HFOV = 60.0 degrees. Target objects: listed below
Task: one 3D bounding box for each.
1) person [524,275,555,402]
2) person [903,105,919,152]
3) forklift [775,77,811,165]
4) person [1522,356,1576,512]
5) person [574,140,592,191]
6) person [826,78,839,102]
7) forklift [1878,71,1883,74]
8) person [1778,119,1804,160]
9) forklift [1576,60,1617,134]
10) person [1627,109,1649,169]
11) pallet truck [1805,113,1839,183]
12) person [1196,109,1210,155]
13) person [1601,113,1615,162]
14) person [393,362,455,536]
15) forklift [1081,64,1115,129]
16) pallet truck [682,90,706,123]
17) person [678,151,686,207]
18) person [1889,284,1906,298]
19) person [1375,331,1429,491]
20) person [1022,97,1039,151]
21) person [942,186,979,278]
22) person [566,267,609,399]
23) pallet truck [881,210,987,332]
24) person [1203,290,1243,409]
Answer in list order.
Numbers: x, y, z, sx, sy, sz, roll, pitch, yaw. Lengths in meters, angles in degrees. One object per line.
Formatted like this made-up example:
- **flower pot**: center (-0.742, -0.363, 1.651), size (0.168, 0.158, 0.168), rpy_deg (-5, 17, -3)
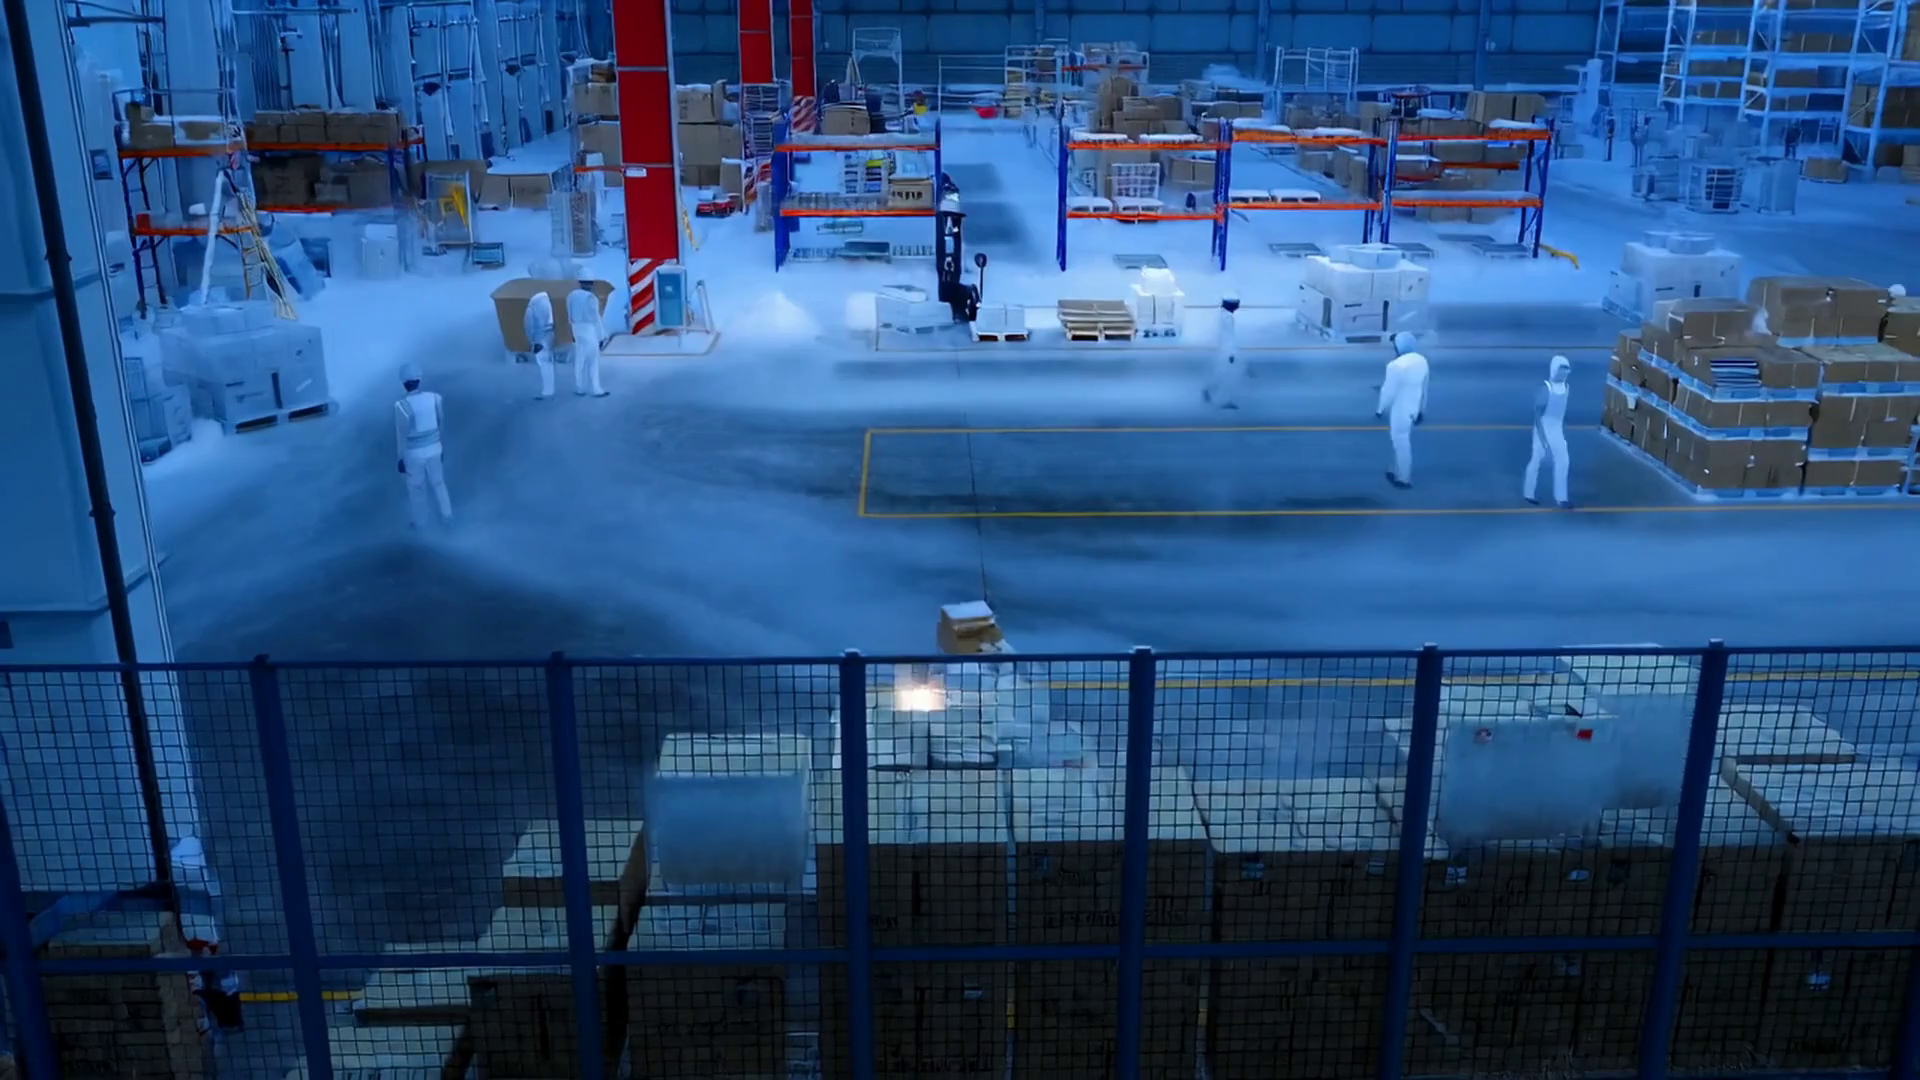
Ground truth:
- **person**: center (-6.103, -2.931, 24.168), size (0.430, 1.845, 0.622), rpy_deg (-1, 19, -4)
- **person**: center (-1.618, -13.539, 55.523), size (0.555, 1.919, 0.415), rpy_deg (8, 20, 23)
- **forklift**: center (-5.920, -13.893, 55.085), size (1.873, 2.768, 1.129), rpy_deg (-1, 19, -1)
- **person**: center (6.827, -1.197, 19.064), size (0.519, 1.816, 0.793), rpy_deg (-9, 21, -24)
- **person**: center (-10.429, -10.178, 45.905), size (0.526, 1.681, 0.641), rpy_deg (0, 19, 0)
- **person**: center (-5.304, -18.517, 70.281), size (0.661, 1.917, 0.701), rpy_deg (11, 22, 30)
- **forklift**: center (32.120, -15.168, 58.869), size (1.129, 2.768, 1.873), rpy_deg (-1, 19, -1)
- **person**: center (25.633, -12.075, 51.379), size (0.657, 1.790, 0.965), rpy_deg (10, 21, 27)
- **forklift**: center (25.104, -17.621, 66.146), size (1.873, 2.768, 1.129), rpy_deg (-1, 19, -2)
- **person**: center (22.081, -13.040, 54.059), size (0.386, 1.909, 0.589), rpy_deg (-10, 21, -27)
- **pallet truck**: center (26.403, -11.957, 50.702), size (0.823, 1.965, 1.885), rpy_deg (6, 19, 16)
- **person**: center (8.410, -14.112, 57.677), size (0.529, 1.619, 0.566), rpy_deg (8, 20, 22)
- **person**: center (21.838, -13.541, 55.971), size (0.315, 1.629, 0.509), rpy_deg (0, 19, -1)
- **person**: center (-5.920, -0.996, 18.278), size (0.404, 1.951, 0.616), rpy_deg (14, 23, 36)
- **forklift**: center (5.614, -16.638, 63.230), size (1.873, 2.768, 1.129), rpy_deg (-2, 19, -5)
- **pallet truck**: center (-9.671, -15.907, 62.421), size (0.823, 1.965, 1.885), rpy_deg (5, 19, 15)
- **person**: center (-7.615, -9.741, 44.296), size (0.585, 1.898, 0.857), rpy_deg (-7, 20, -20)
- **person**: center (12.829, -2.615, 23.144), size (0.629, 1.906, 0.385), rpy_deg (3, 19, 10)
- **person**: center (5.268, -1.568, 20.008), size (0.627, 1.912, 0.695), rpy_deg (-14, 23, -35)
- **person**: center (2.537, -15.018, 59.975), size (0.636, 1.888, 1.035), rpy_deg (0, 19, 1)
- **person**: center (-0.078, -6.308, 34.126), size (0.962, 1.874, 0.600), rpy_deg (-13, 23, -34)
- **person**: center (-5.453, -3.021, 24.306), size (0.593, 1.923, 0.386), rpy_deg (11, 22, 30)
- **pallet truck**: center (-0.493, -4.759, 29.349), size (1.885, 1.965, 0.823), rpy_deg (-13, 23, -34)
- **person**: center (3.781, -2.710, 23.686), size (0.421, 1.727, 0.499), rpy_deg (1, 19, 2)
